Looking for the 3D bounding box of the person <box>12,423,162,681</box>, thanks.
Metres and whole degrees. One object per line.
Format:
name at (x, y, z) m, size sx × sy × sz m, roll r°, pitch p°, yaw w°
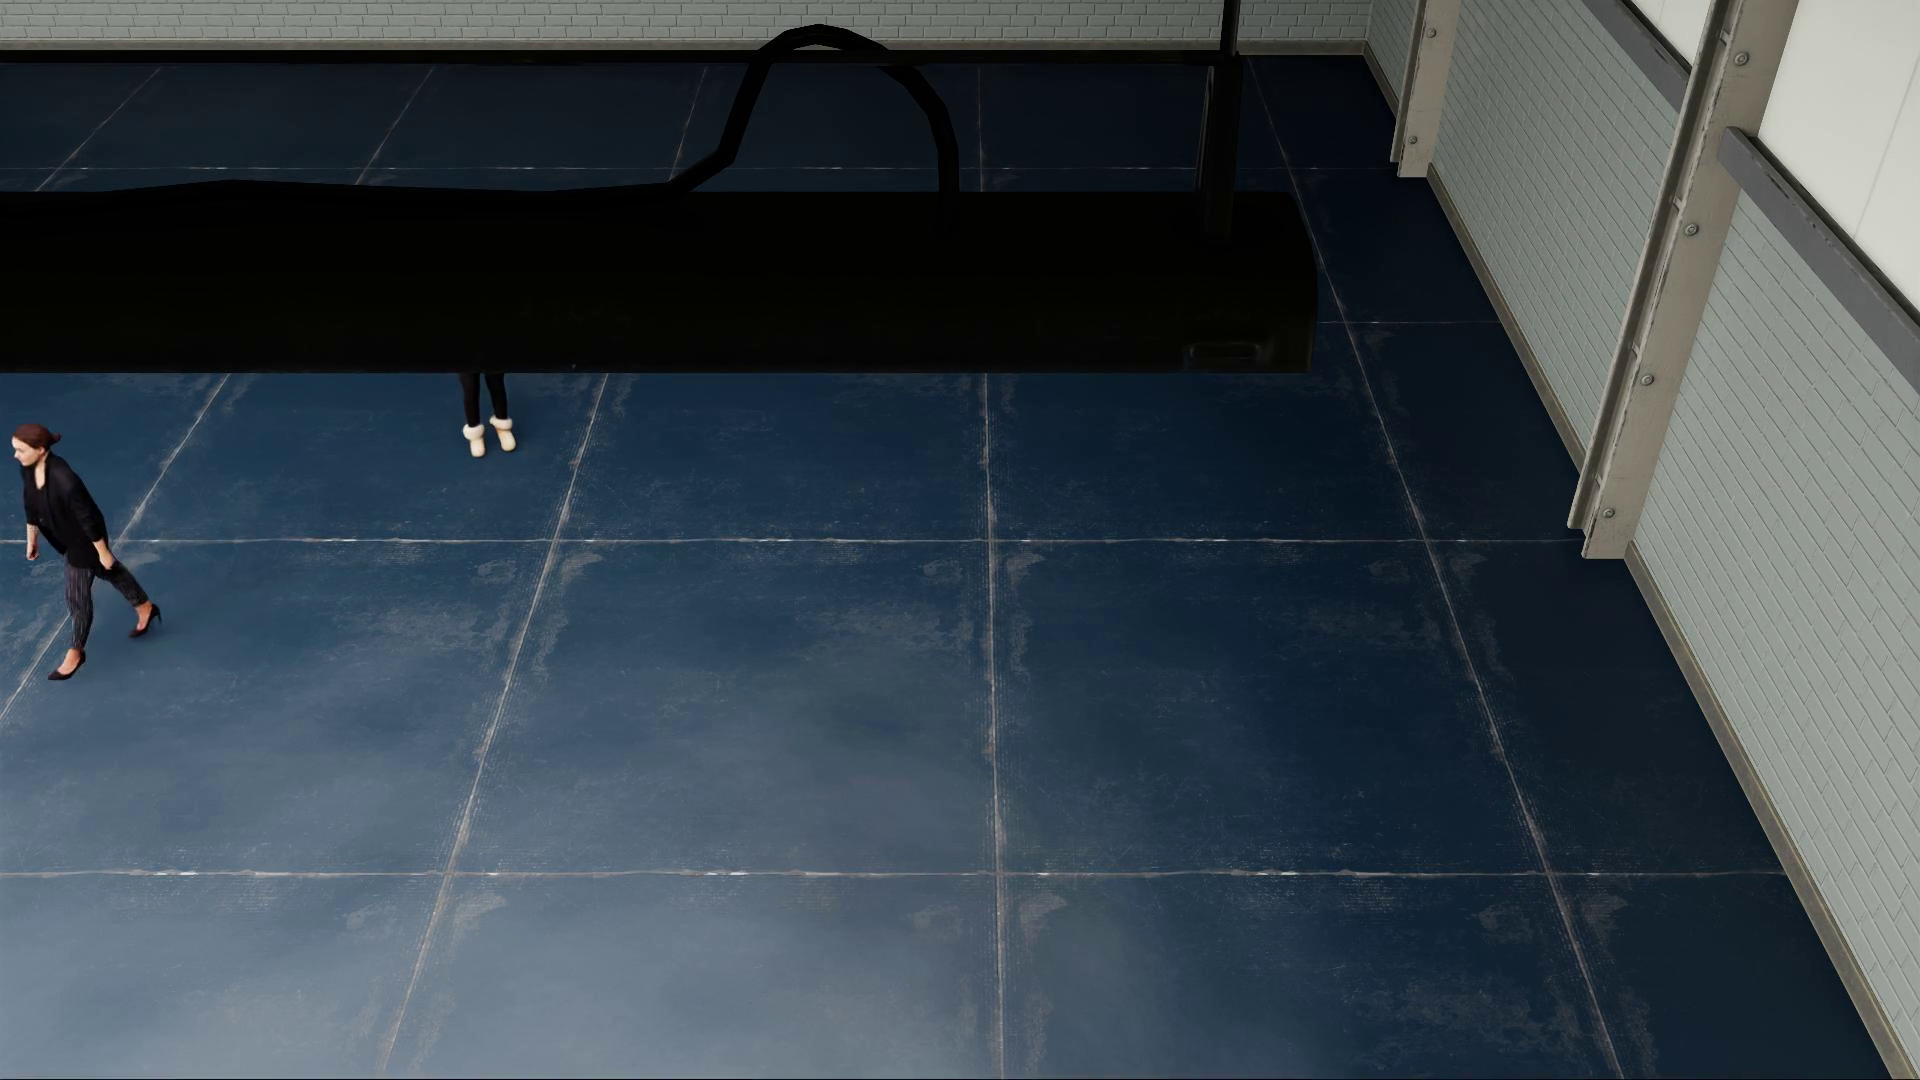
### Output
person at (-5.257, -0.032, 10.097) m, size 1.001 × 1.683 × 1.132 m, roll 24°, pitch 43°, yaw 28°
